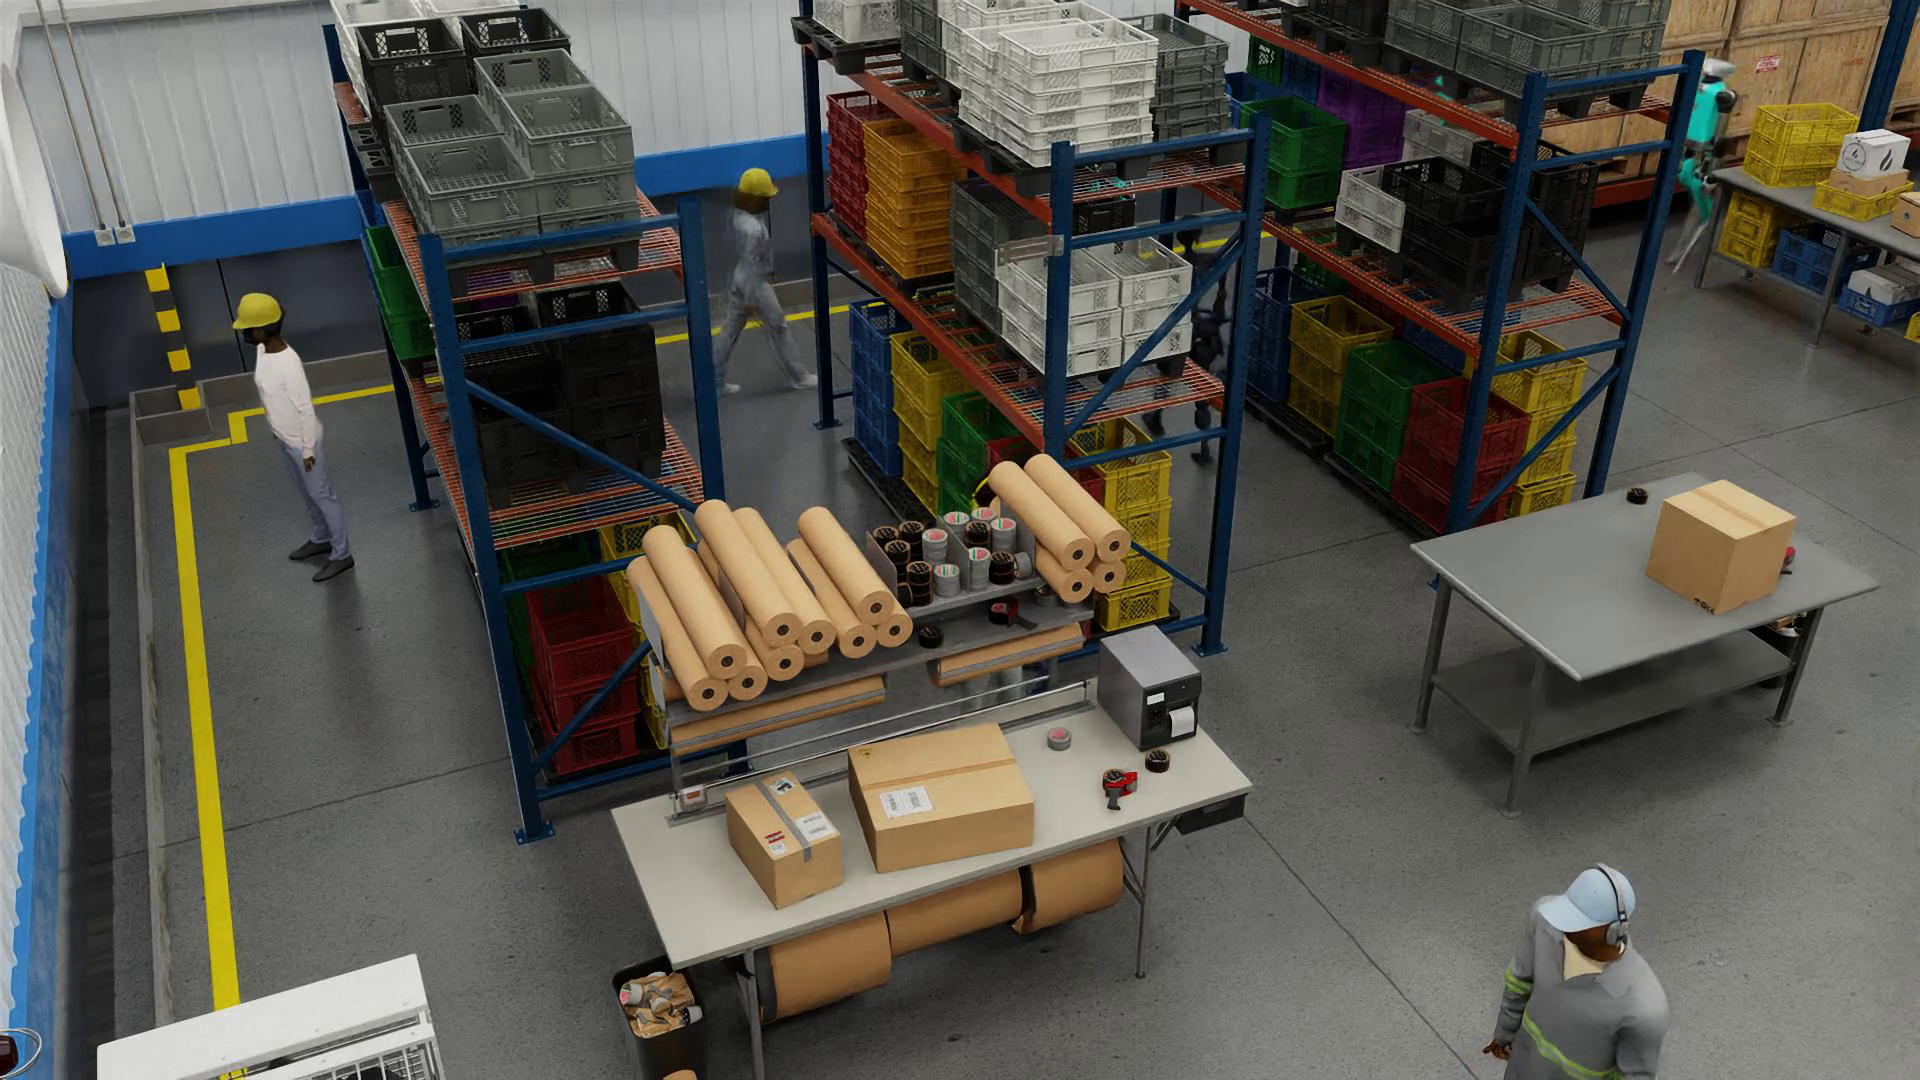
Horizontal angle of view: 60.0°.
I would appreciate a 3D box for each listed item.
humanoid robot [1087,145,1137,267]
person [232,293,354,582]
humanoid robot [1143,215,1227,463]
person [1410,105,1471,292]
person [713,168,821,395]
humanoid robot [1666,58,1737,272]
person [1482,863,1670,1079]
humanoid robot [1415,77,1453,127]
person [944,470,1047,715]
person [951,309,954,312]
[{"bbox_3d":[1.210,-2.907,13.159,0.533,1.681,0.735,-6,32,-10],"label":"humanoid robot"},{"bbox_3d":[-3.813,-0.586,9.494,0.329,1.767,0.525,-23,38,-32],"label":"person"},{"bbox_3d":[1.468,-1.331,10.834,0.602,1.629,0.793,-9,33,-14],"label":"humanoid robot"},{"bbox_3d":[3.530,-2.275,12.162,0.507,1.846,0.346,27,41,36],"label":"person"},{"bbox_3d":[-1.409,-1.767,11.483,0.895,1.682,0.510,-11,33,-18],"label":"person"},{"bbox_3d":[6.047,-3.023,13.503,0.631,1.812,0.532,-15,35,-23],"label":"humanoid robot"},{"bbox_3d":[1.975,1.797,5.541,0.398,1.850,0.595,-13,34,-20],"label":"person"},{"bbox_3d":[3.966,-3.028,13.489,0.556,1.766,0.904,-26,40,-36],"label":"humanoid robot"},{"bbox_3d":[0.152,0.498,7.639,0.531,1.864,0.309,-11,33,-17],"label":"person"},{"bbox_3d":[0.115,-2.479,12.470,0.330,1.872,0.505,-5,32,-8],"label":"person"}]
